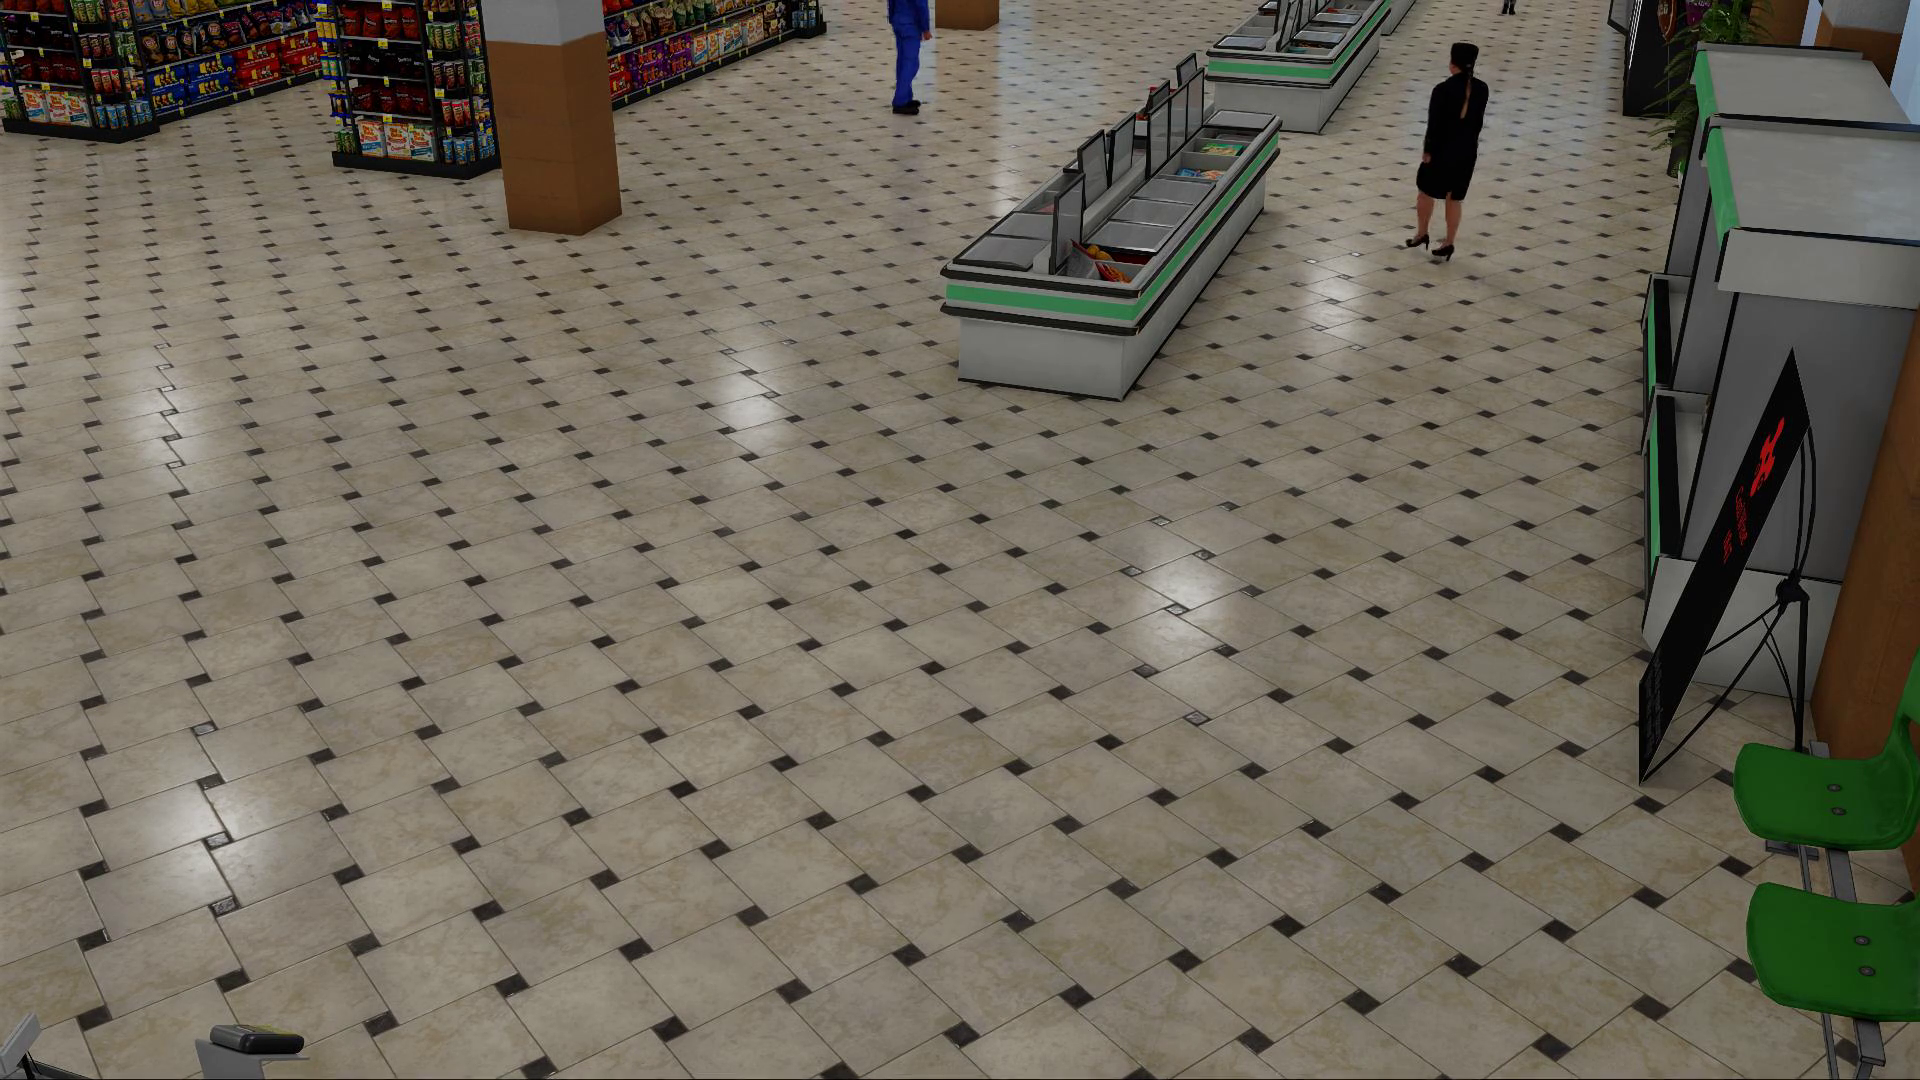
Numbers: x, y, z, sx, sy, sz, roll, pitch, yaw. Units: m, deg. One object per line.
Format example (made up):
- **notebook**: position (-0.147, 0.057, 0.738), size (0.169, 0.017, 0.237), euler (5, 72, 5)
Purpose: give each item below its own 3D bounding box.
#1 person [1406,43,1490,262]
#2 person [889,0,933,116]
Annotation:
- **person**: position (3.866, -2.983, 12.961), size (0.897, 1.652, 0.950), euler (-9, 28, -18)
- **person**: position (-0.560, -5.469, 17.677), size (0.985, 1.821, 0.937), euler (-21, 33, -35)
